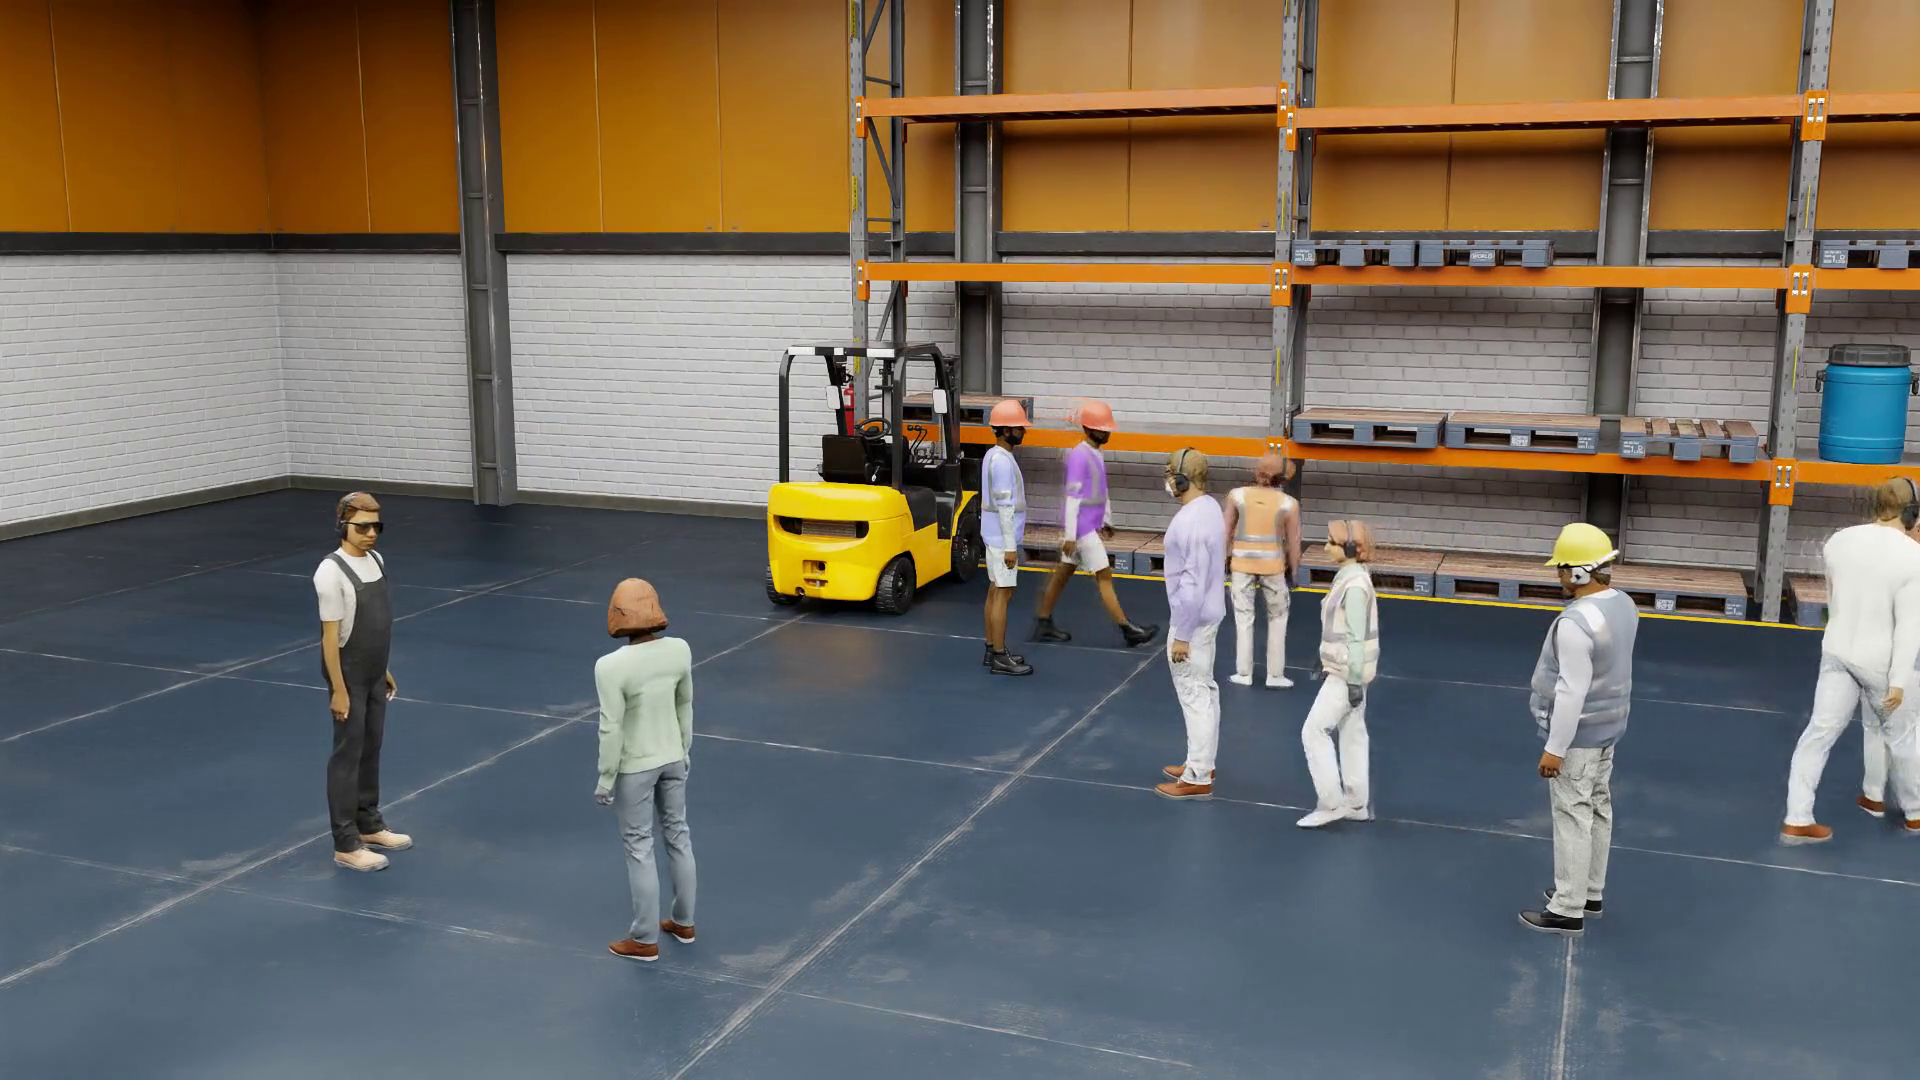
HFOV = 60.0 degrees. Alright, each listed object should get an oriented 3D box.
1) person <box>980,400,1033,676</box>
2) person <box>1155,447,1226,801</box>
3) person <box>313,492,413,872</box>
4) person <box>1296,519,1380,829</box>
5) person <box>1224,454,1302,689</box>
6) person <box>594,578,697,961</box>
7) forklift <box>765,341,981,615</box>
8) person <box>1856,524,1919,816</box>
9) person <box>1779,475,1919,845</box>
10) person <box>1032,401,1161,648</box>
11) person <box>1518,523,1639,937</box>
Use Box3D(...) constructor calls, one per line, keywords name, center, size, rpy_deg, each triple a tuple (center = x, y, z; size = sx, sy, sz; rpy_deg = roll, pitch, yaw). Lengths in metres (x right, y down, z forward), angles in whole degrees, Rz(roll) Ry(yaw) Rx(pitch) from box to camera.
Box3D(name="person", center=(0.327, -0.019, 11.715), size=(0.357, 1.938, 0.542), rpy_deg=(-1, 10, -8))
Box3D(name="person", center=(1.267, 0.455, 9.075), size=(0.355, 1.936, 0.633), rpy_deg=(3, 11, 17))
Box3D(name="person", center=(-2.922, 0.675, 8.116), size=(0.344, 1.840, 0.506), rpy_deg=(2, 10, 8))
Box3D(name="person", center=(1.929, 0.690, 8.627), size=(0.490, 1.625, 0.522), rpy_deg=(2, 10, 14))
Box3D(name="person", center=(2.030, 0.223, 11.267), size=(0.570, 1.619, 0.350), rpy_deg=(3, 11, 15))
Box3D(name="person", center=(-1.339, 0.967, 7.067), size=(0.285, 1.631, 0.502), rpy_deg=(8, 13, 39))
Box3D(name="forklift", center=(-0.739, -0.602, 14.246), size=(1.214, 2.155, 2.313), rpy_deg=(4, 11, 21))
Box3D(name="person", center=(4.912, 0.661, 8.772), size=(0.531, 1.620, 0.327), rpy_deg=(2, 10, 12))
Box3D(name="person", center=(4.605, 0.609, 8.381), size=(1.011, 1.884, 0.642), rpy_deg=(-5, 11, -25))
Box3D(name="person", center=(1.013, -0.114, 12.418), size=(1.018, 1.861, 0.655), rpy_deg=(2, 10, 13))
Box3D(name="person", center=(2.713, 0.827, 7.312), size=(0.403, 1.826, 0.586), rpy_deg=(9, 13, 41))
